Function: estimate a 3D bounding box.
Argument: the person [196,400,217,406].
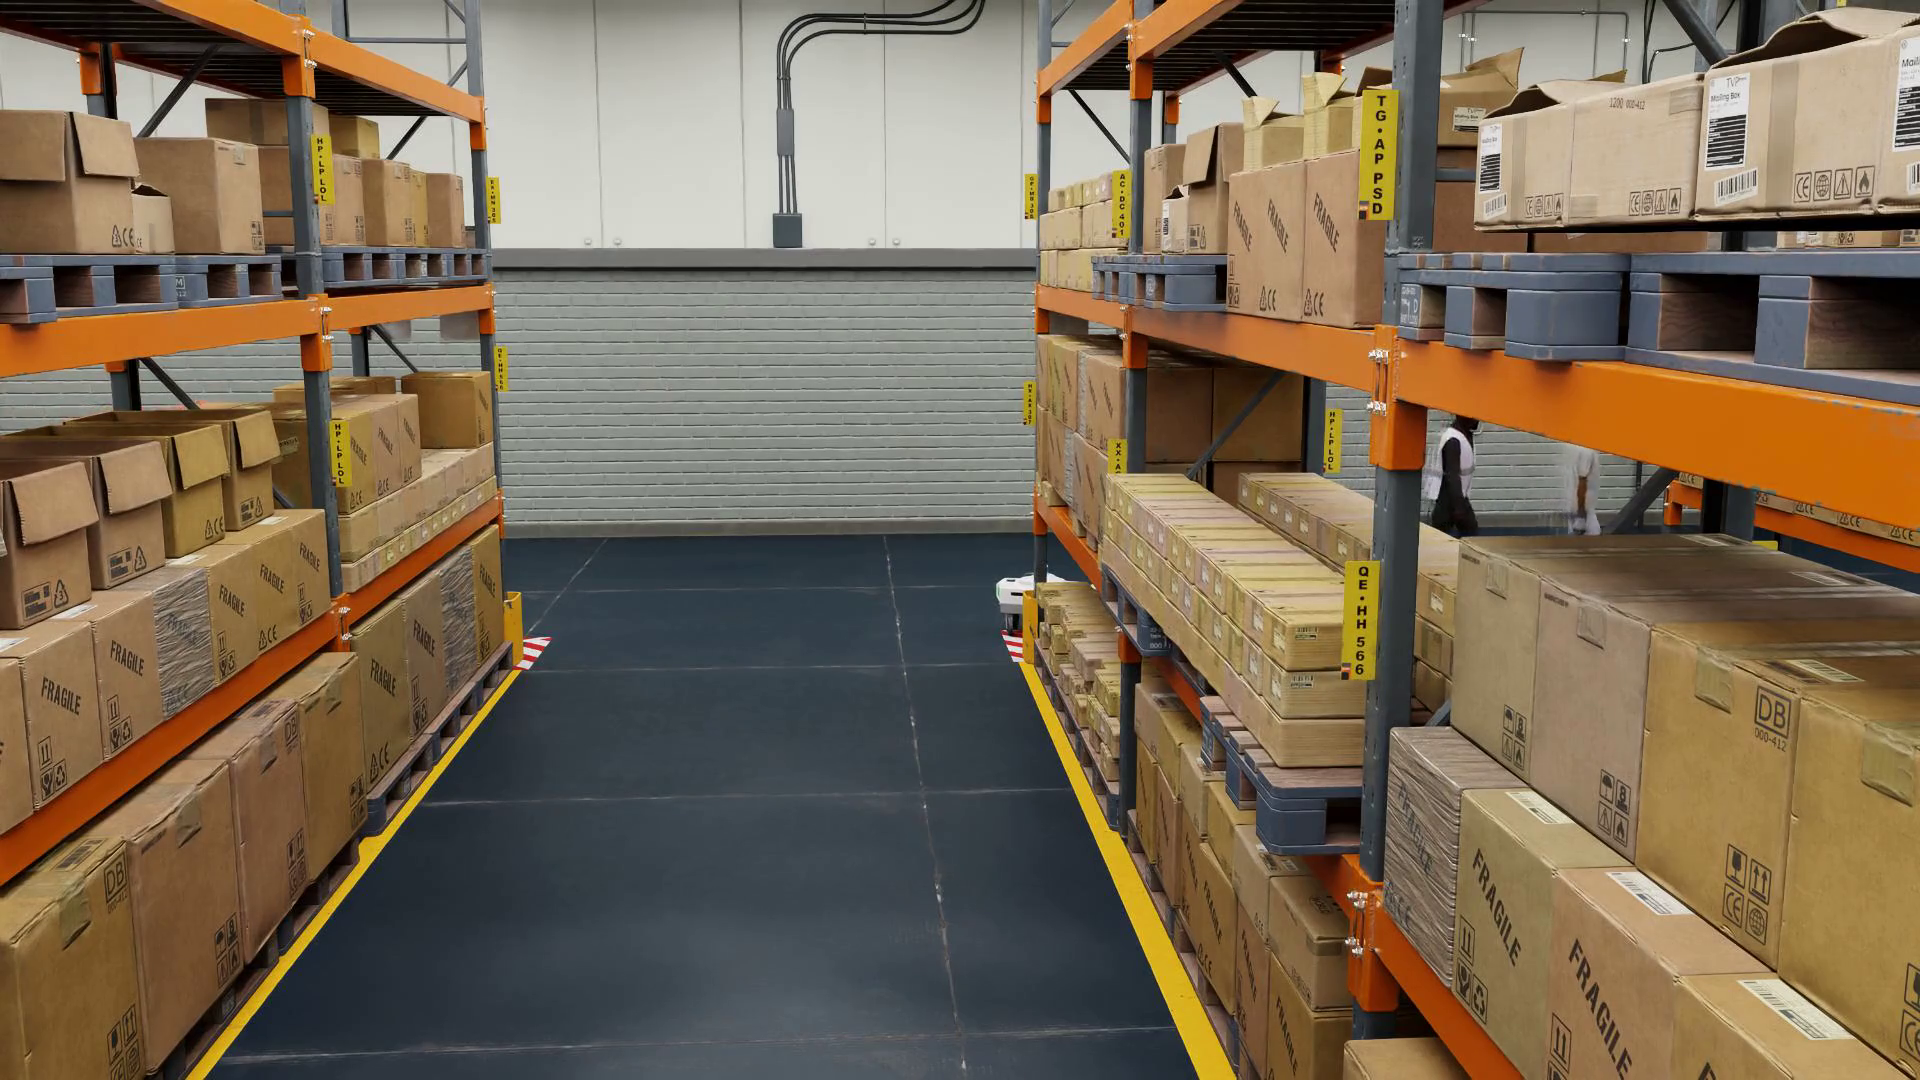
[{"bbox_3d":[-5.906,-0.144,13.118,0.423,1.927,0.564,-1,10,-4],"label":"person"}]

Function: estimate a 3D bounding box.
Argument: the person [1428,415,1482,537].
[{"bbox_3d":[4.379,-0.331,14.372,0.987,1.868,0.621,6,11,30],"label":"person"}]

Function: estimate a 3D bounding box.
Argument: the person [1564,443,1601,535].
[{"bbox_3d":[5.221,-0.268,14.122,0.864,1.839,0.530,1,10,7],"label":"person"}]

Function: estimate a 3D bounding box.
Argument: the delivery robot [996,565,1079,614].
[{"bbox_3d":[0.659,0.442,13.433,0.707,0.478,0.477,3,10,17],"label":"delivery robot"}]

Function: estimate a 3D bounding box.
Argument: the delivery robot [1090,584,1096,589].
[{"bbox_3d":[1.134,0.507,13.051,0.707,0.478,0.477,-7,12,-37],"label":"delivery robot"}]
